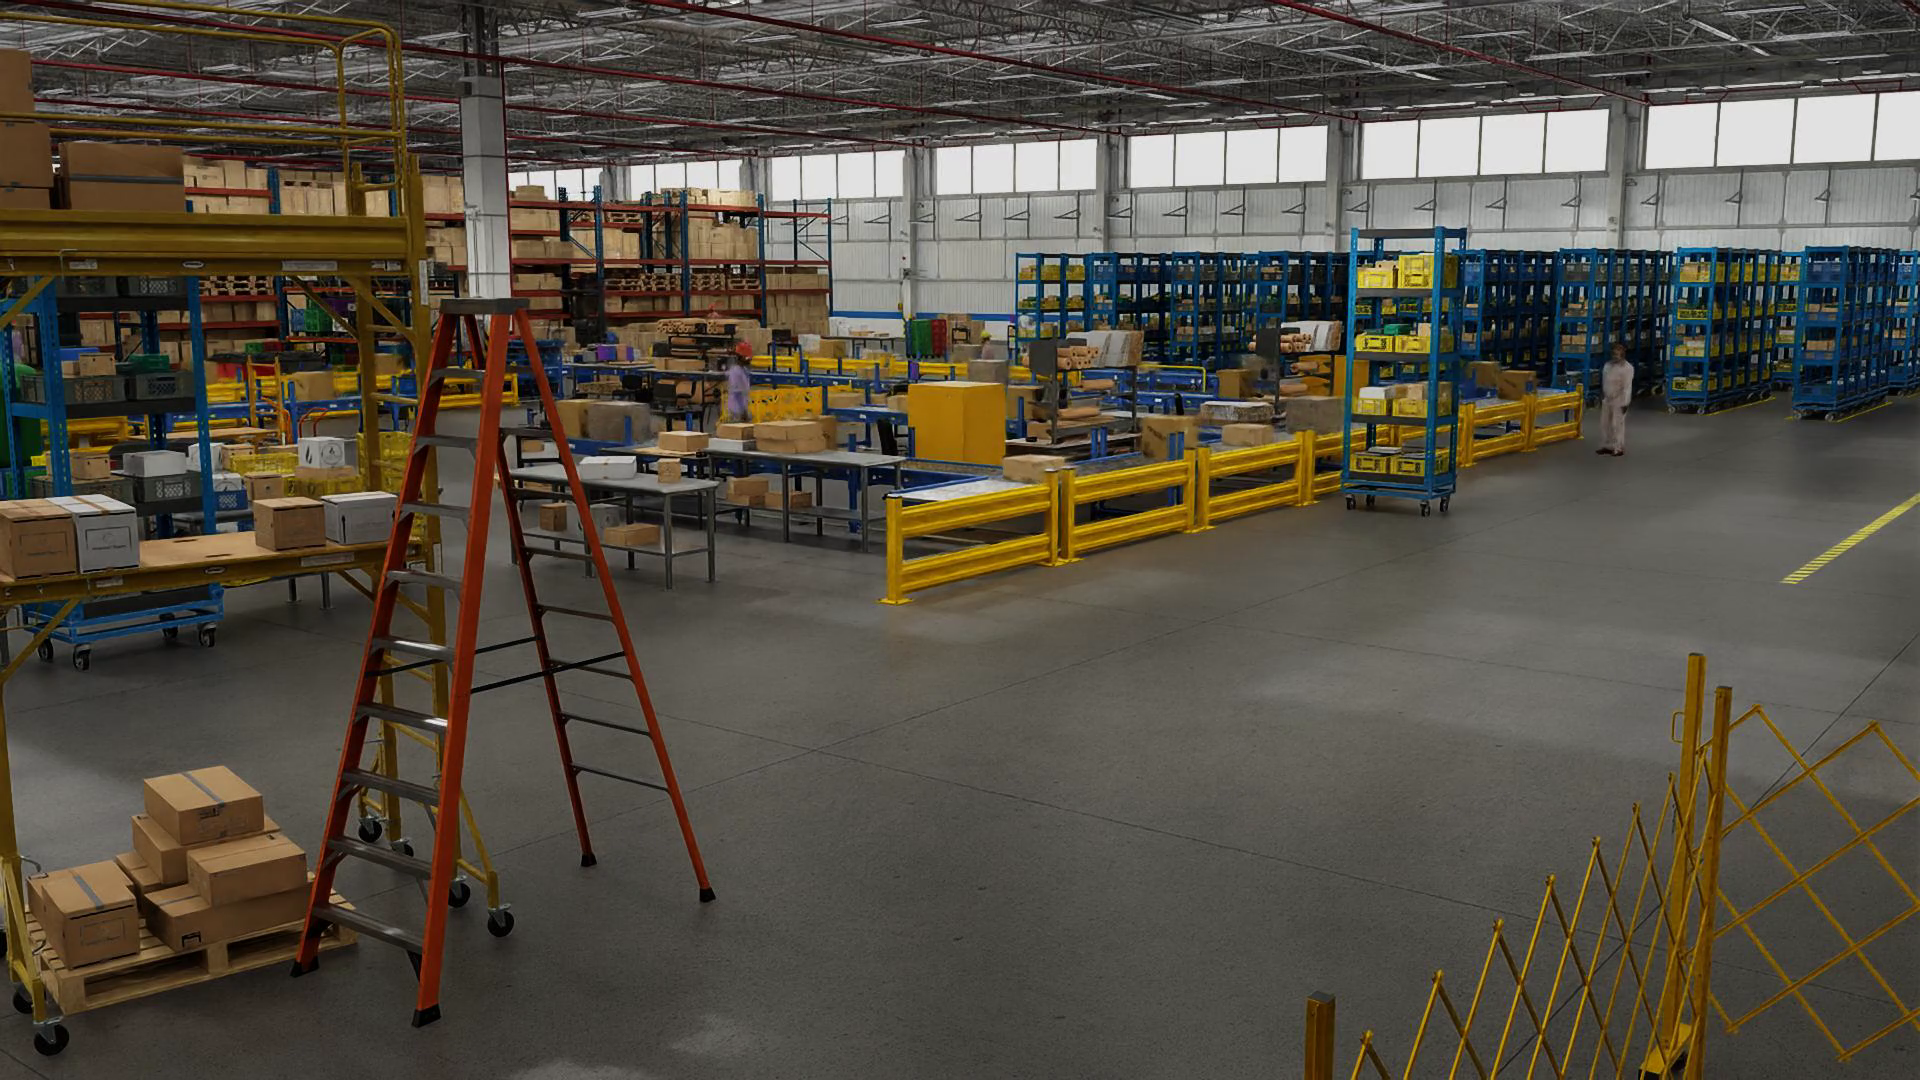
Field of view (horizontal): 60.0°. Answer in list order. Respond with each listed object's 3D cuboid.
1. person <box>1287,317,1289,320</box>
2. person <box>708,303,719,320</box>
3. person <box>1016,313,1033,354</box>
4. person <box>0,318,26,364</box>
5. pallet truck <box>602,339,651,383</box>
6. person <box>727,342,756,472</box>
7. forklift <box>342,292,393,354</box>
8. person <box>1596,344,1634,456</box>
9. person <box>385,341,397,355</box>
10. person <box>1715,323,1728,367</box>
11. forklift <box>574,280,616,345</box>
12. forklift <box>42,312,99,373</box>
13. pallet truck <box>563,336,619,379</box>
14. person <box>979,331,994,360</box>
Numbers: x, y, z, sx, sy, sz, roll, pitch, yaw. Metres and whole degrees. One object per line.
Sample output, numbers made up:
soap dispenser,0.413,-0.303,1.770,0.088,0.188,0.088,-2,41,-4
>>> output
person,9.820,-6.011,50.861,0.662,1.811,0.627,7,12,38
person,-9.099,-7.801,61.613,0.622,1.956,0.981,7,12,38
person,2.174,-6.996,56.668,0.631,1.921,0.645,-1,9,-4
person,-24.349,-4.757,42.761,0.401,1.909,0.540,5,10,29
pallet truck,-8.991,-4.871,45.351,0.653,1.274,1.630,7,11,37
person,-3.353,-2.013,25.347,0.546,2.006,0.606,2,9,9
forklift,-16.485,-5.622,45.120,1.129,2.768,1.873,7,11,37
person,10.886,-2.308,27.590,0.485,1.866,0.670,-4,10,-24
person,-17.359,-5.925,50.639,0.528,1.716,0.884,8,12,40
person,19.690,-4.781,43.114,0.390,1.838,0.562,7,12,38
forklift,-12.018,-7.062,54.108,1.129,2.768,1.873,3,10,19
forklift,-23.779,-5.451,44.052,1.873,2.768,1.129,7,11,36
pallet truck,-10.690,-5.294,48.215,1.601,1.201,0.680,-5,10,-26
person,0.647,-3.843,37.557,0.486,1.748,0.527,4,10,23
